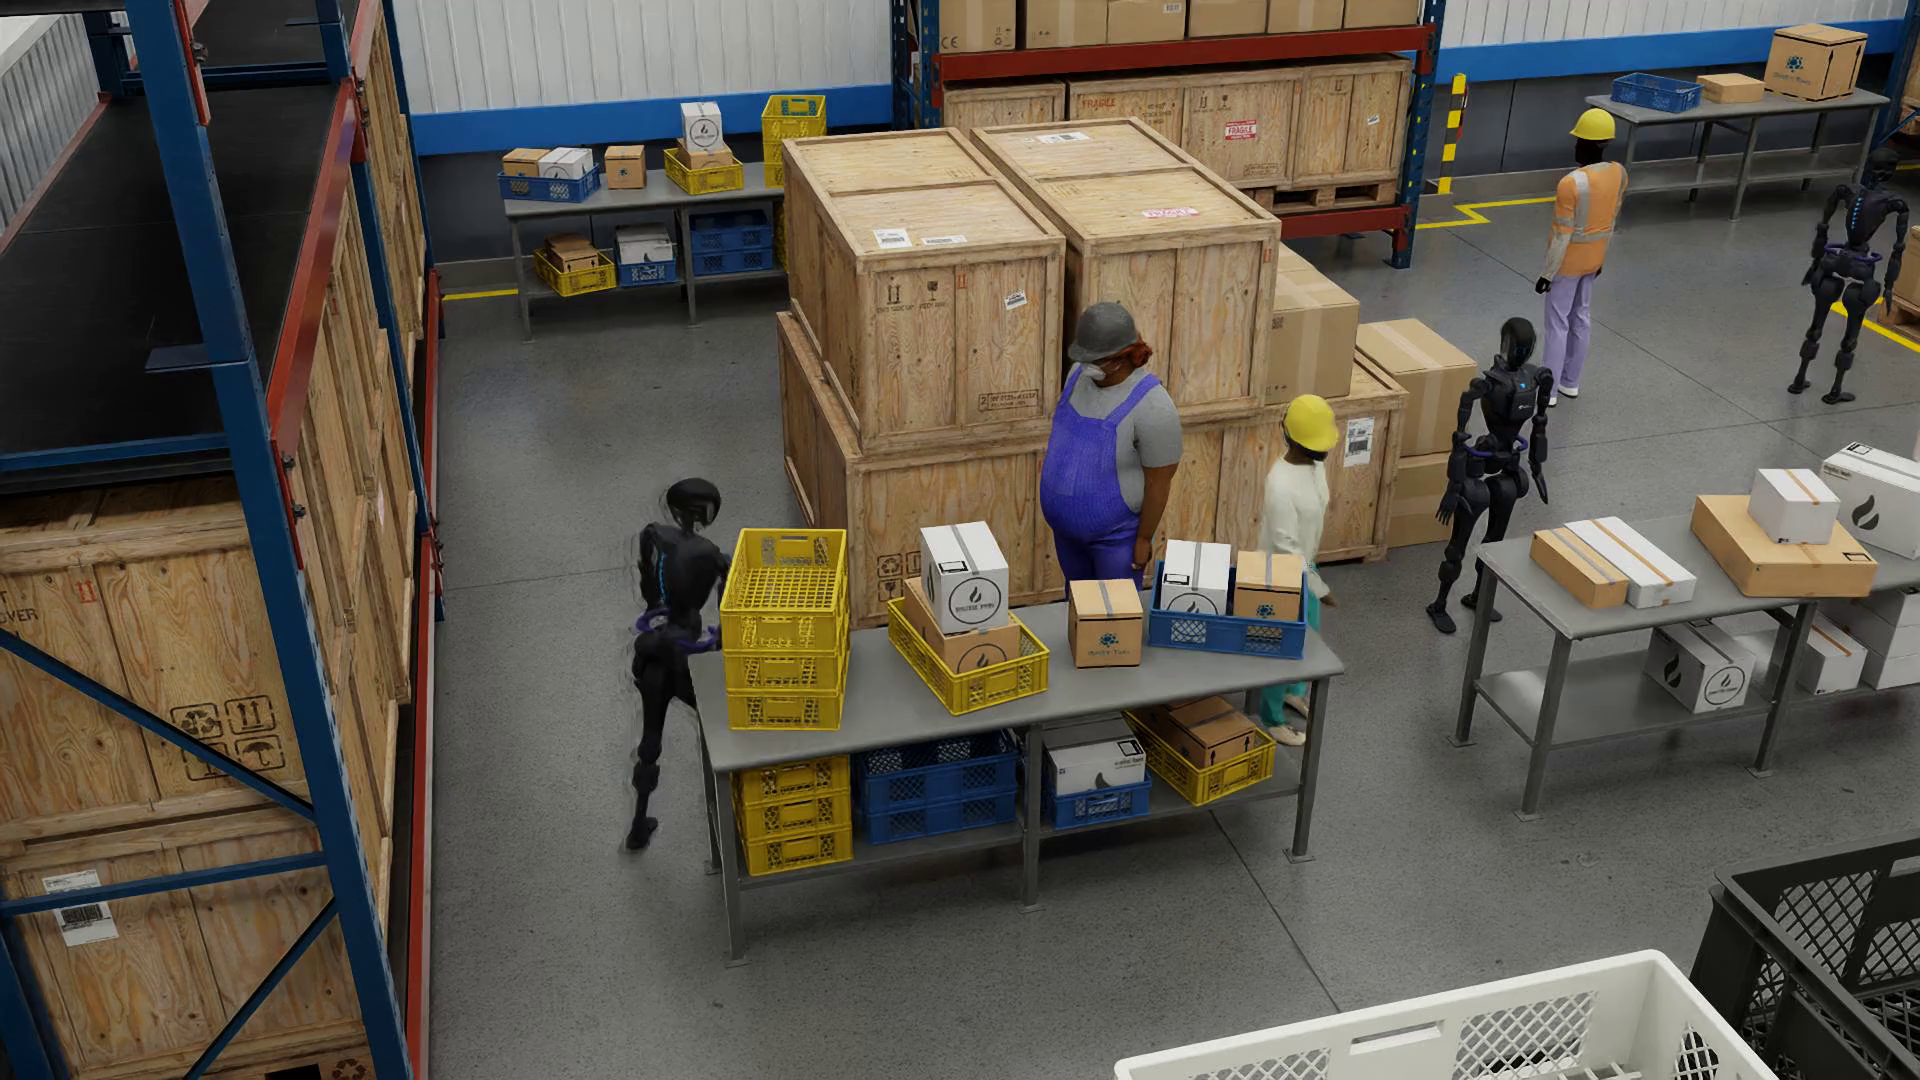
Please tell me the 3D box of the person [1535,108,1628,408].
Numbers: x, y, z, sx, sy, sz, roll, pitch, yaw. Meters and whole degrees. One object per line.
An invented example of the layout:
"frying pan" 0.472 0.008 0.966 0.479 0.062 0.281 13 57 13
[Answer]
"person" 3.919 -1.790 10.647 0.593 1.925 0.366 -19 34 -30

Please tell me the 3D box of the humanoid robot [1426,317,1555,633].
"humanoid robot" 2.637 -0.320 8.224 0.612 1.656 0.318 -11 31 -19

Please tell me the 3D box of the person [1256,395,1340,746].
"person" 1.511 0.158 7.310 0.447 1.730 0.549 16 33 27

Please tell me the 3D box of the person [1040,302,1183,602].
"person" 0.616 -0.129 7.516 0.536 2.000 0.676 -20 35 -32

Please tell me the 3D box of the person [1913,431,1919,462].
"person" 4.821 -0.364 7.999 0.615 1.986 0.397 -12 31 -21

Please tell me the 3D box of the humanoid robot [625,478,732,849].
"humanoid robot" -1.188 0.472 6.853 0.681 1.622 0.784 14 32 24

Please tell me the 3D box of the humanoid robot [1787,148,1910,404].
"humanoid robot" 5.758 -1.711 10.753 0.343 1.657 0.618 -20 34 -31
